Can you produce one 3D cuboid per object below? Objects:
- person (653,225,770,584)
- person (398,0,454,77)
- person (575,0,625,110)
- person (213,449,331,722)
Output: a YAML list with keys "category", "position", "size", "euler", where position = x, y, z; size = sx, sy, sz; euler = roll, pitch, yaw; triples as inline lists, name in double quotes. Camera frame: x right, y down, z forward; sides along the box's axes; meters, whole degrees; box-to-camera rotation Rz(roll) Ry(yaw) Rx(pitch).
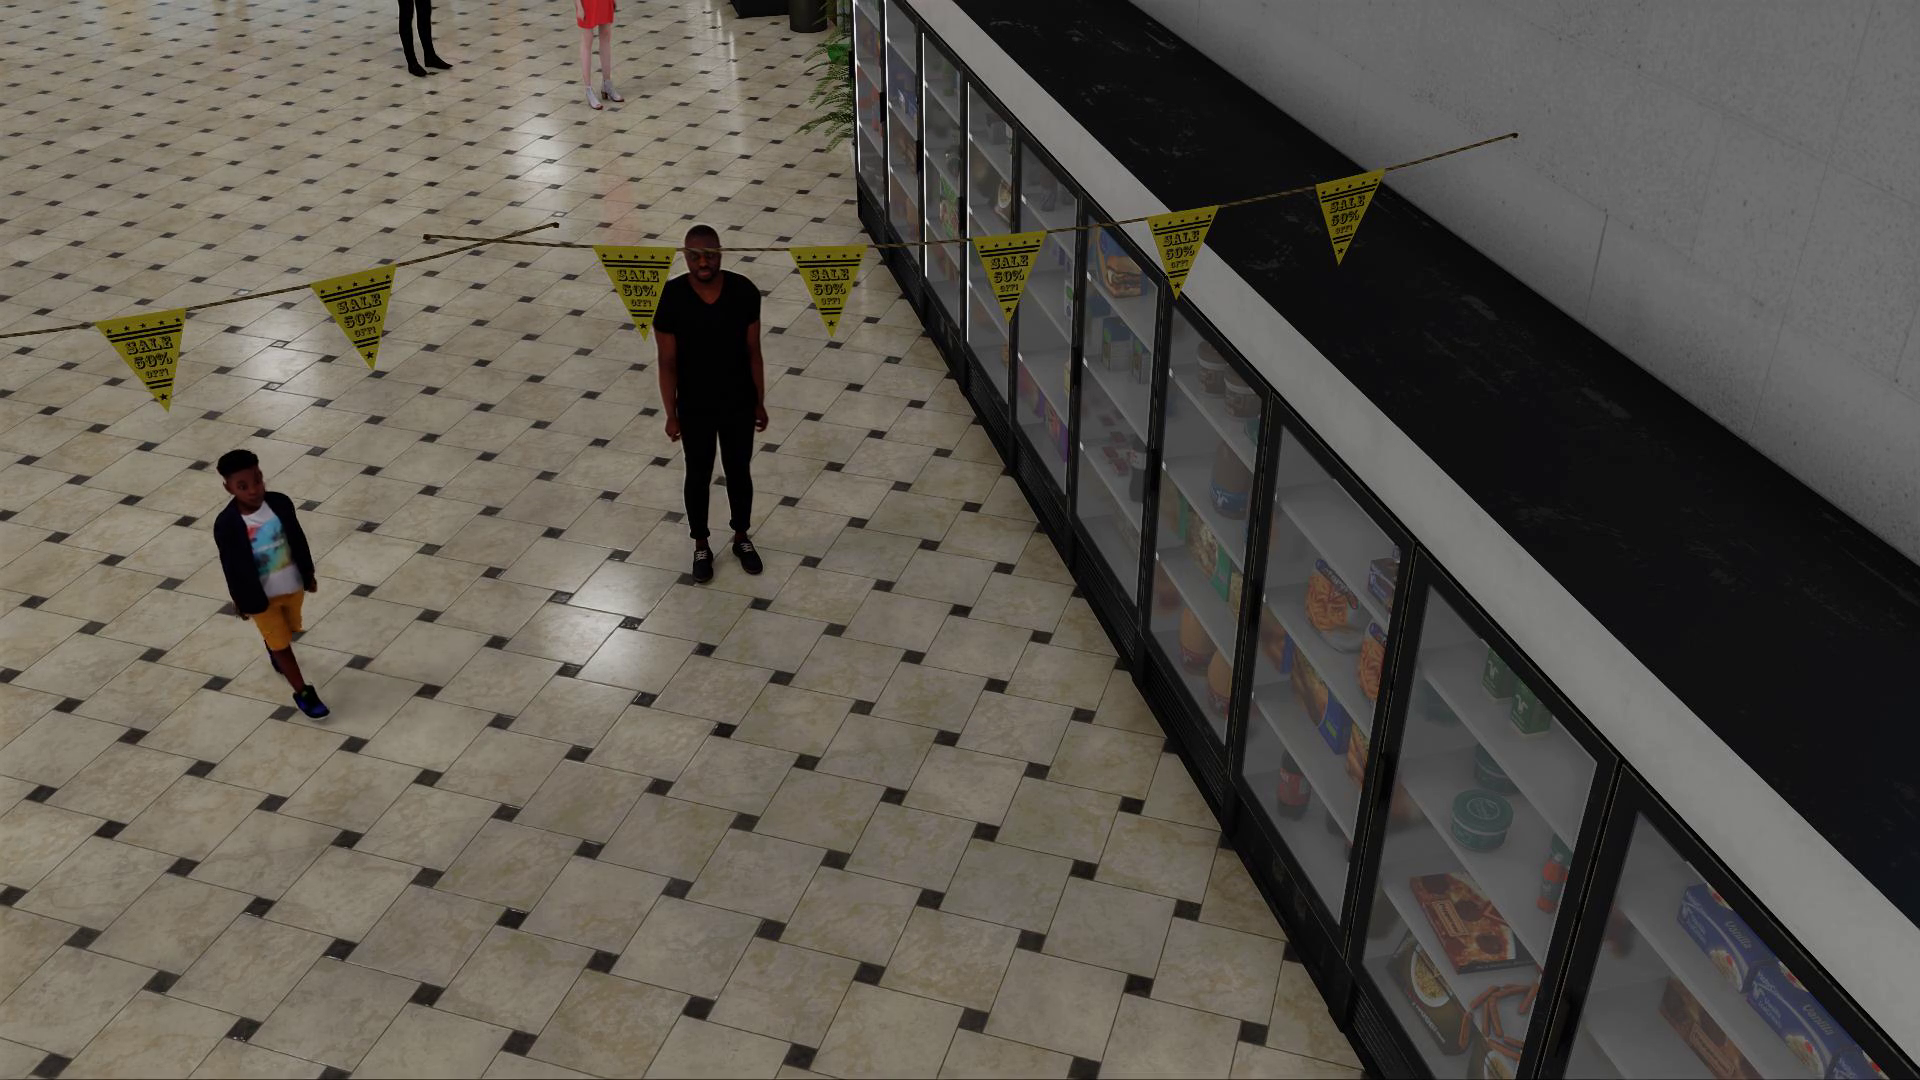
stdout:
- category: "person"
  position: [-1.172, -0.652, 7.977]
  size: [0.483, 1.818, 0.731]
  euler: [-10, 33, -15]
- category: "person"
  position: [-5.080, -5.285, 15.355]
  size: [0.845, 1.889, 0.772]
  euler: [19, 36, 27]
- category: "person"
  position: [-3.192, -4.713, 14.494]
  size: [0.735, 1.827, 0.652]
  euler: [21, 37, 30]
- category: "person"
  position: [-3.010, 0.157, 7.209]
  size: [0.830, 1.255, 0.855]
  euler: [27, 41, 36]
